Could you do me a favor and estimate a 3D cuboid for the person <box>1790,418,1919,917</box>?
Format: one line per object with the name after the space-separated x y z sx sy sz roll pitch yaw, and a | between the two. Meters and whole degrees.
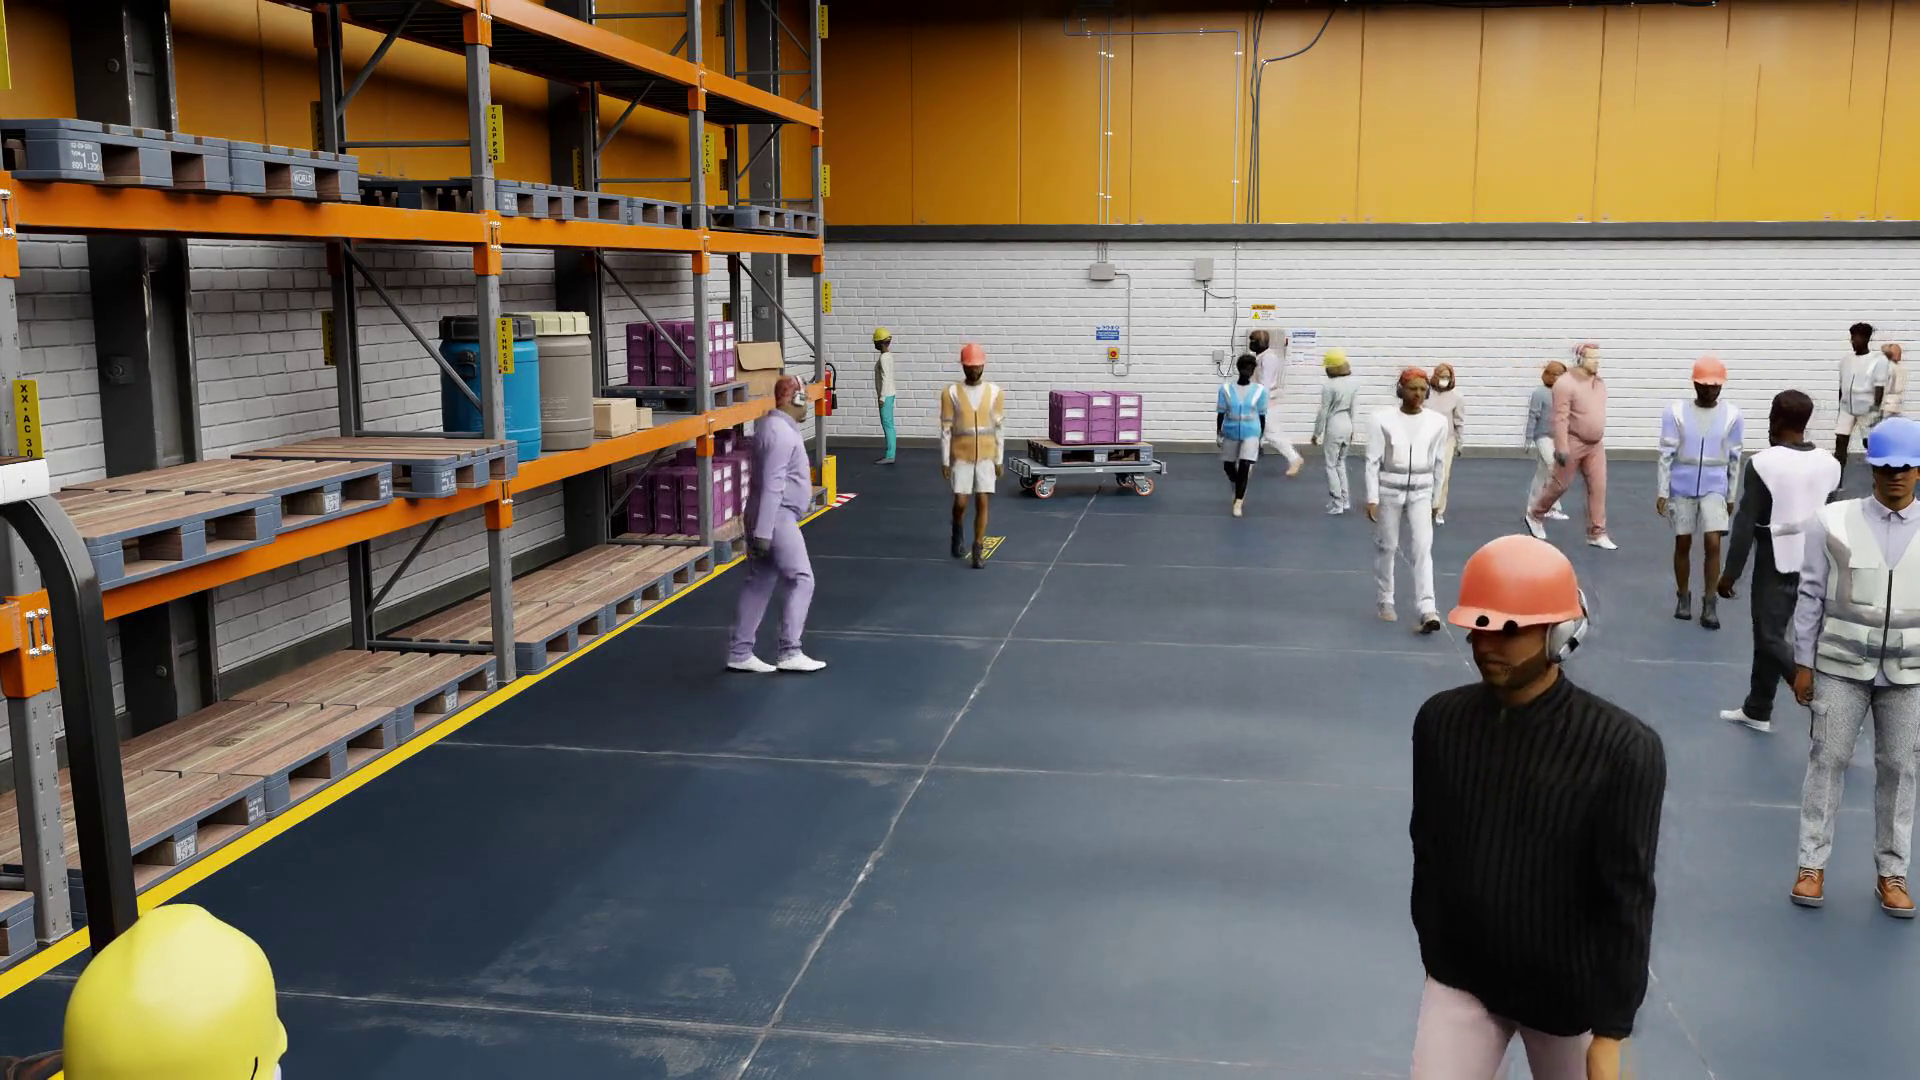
3.578 0.493 6.496 0.601 1.948 0.386 4 10 22 | person

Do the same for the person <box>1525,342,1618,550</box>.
5.637 -0.883 15.234 0.648 1.875 0.935 -4 10 -24 | person

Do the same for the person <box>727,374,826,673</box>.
-1.139 -0.085 10.316 0.717 1.866 0.663 -3 10 -19 | person

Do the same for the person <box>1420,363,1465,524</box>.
4.779 -0.984 16.656 0.516 1.603 0.581 3 10 18 | person

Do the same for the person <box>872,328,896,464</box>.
-0.995 -1.860 21.570 0.319 1.765 0.533 1 9 4 | person

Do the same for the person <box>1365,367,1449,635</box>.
3.115 -0.278 11.602 0.583 1.827 0.990 1 9 4 | person

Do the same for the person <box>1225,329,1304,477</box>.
3.714 -1.647 20.133 0.863 1.812 0.628 -1 9 -8 | person

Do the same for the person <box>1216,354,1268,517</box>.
2.913 -1.098 17.159 0.530 1.671 0.676 3 10 17 | person

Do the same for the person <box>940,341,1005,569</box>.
0.108 -0.720 14.079 0.542 1.923 0.484 -2 9 -9 | person

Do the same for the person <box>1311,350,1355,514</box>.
3.917 -1.116 17.226 0.543 1.694 0.515 -8 12 -39 | person

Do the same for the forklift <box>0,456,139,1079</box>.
-2.328 0.975 2.765 2.313 2.155 1.214 1 9 9 | forklift

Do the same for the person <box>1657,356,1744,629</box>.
5.209 -0.331 11.730 0.551 1.904 0.808 3 10 21 | person

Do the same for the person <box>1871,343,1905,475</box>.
11.272 -1.581 20.252 0.543 1.623 0.376 -7 11 -36 | person

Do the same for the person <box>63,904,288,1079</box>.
-0.824 1.298 1.881 0.590 1.833 0.404 -4 10 -23 | person

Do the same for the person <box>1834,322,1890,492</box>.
10.231 -1.503 18.852 0.884 1.939 0.608 -5 11 -30 | person

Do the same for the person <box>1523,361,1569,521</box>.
5.981 -0.996 16.711 0.626 1.594 0.682 -6 11 -33 | person

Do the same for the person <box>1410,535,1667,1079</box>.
1.262 0.945 3.687 0.605 1.958 0.996 9 13 44 | person

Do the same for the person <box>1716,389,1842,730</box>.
4.422 0.153 8.796 0.594 1.888 0.823 -4 10 -24 | person
